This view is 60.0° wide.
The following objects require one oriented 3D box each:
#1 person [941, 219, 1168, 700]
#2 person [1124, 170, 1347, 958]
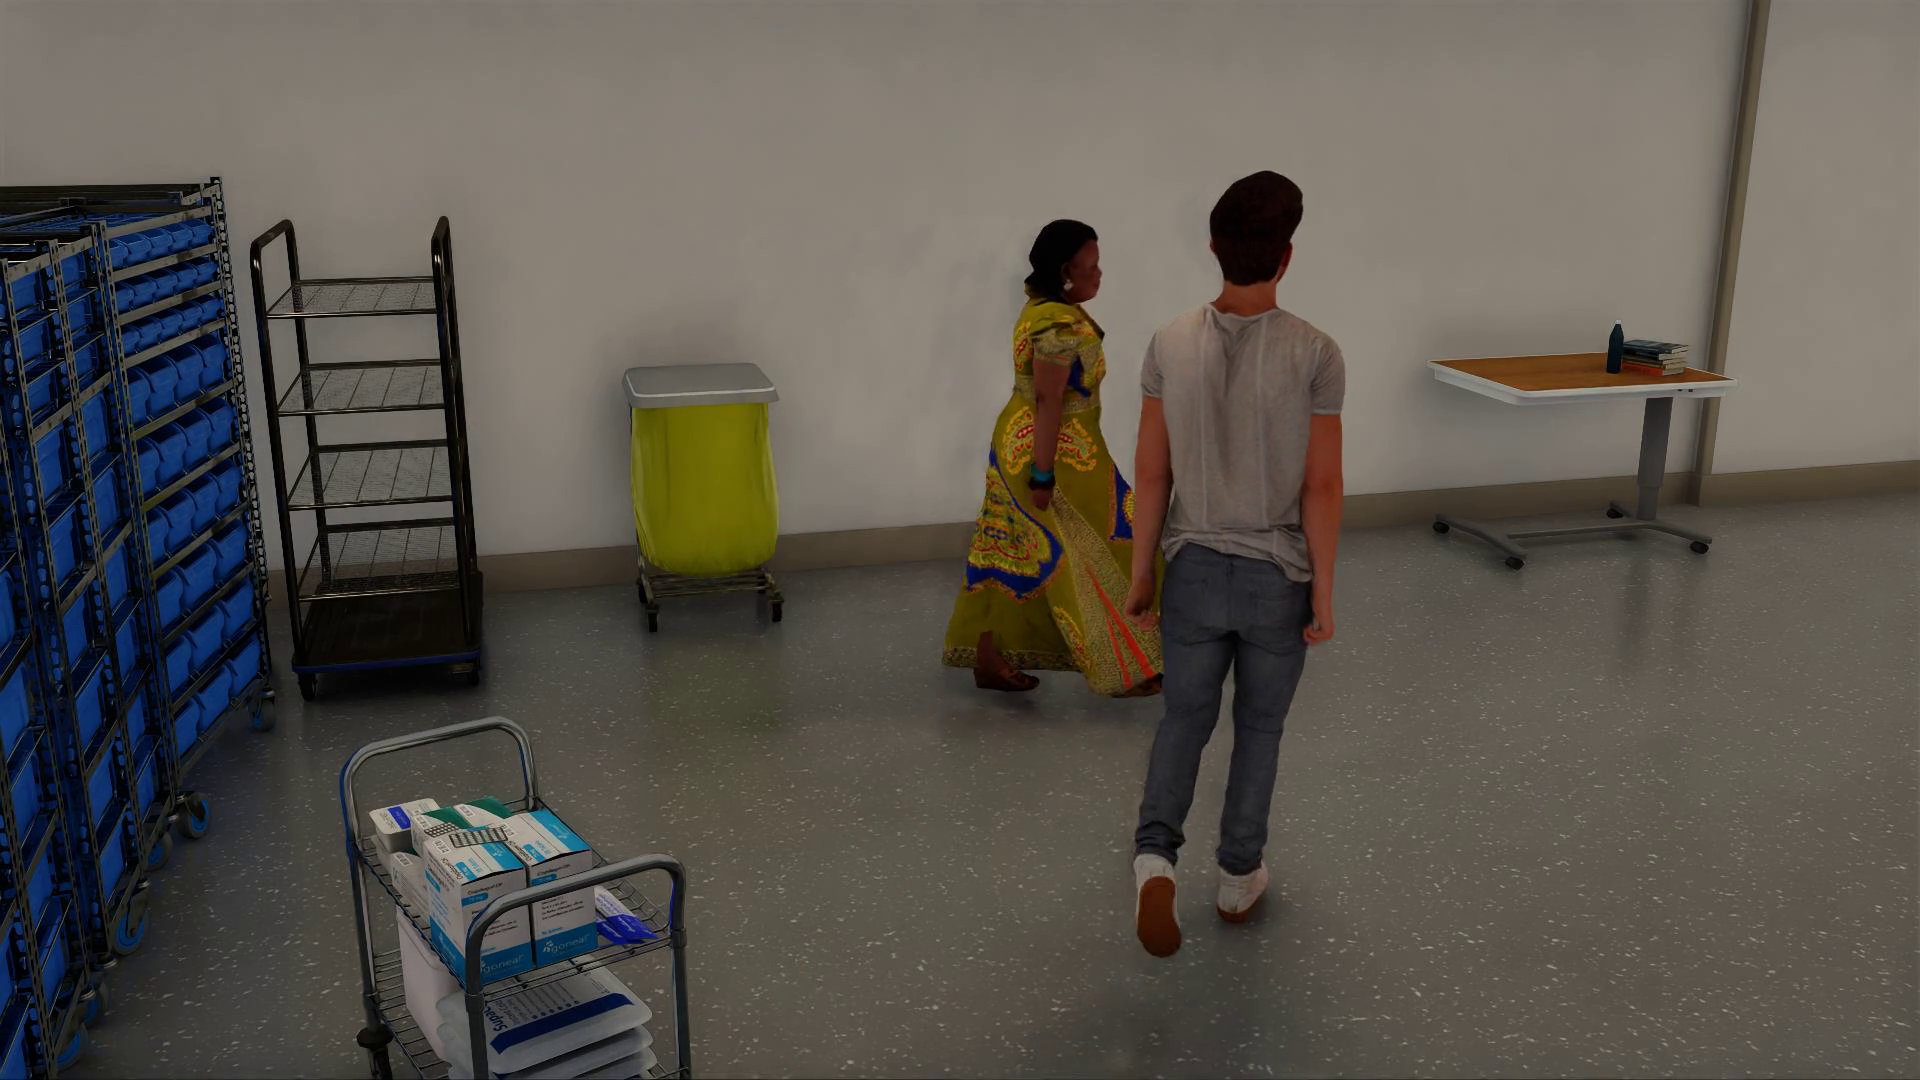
[{"bbox_3d":[0.215,-0.232,5.592,1.232,1.629,0.882,-1,16,-4],"label":"person"},{"bbox_3d":[0.631,0.107,3.924,1.072,1.881,1.070,6,17,21],"label":"person"}]
